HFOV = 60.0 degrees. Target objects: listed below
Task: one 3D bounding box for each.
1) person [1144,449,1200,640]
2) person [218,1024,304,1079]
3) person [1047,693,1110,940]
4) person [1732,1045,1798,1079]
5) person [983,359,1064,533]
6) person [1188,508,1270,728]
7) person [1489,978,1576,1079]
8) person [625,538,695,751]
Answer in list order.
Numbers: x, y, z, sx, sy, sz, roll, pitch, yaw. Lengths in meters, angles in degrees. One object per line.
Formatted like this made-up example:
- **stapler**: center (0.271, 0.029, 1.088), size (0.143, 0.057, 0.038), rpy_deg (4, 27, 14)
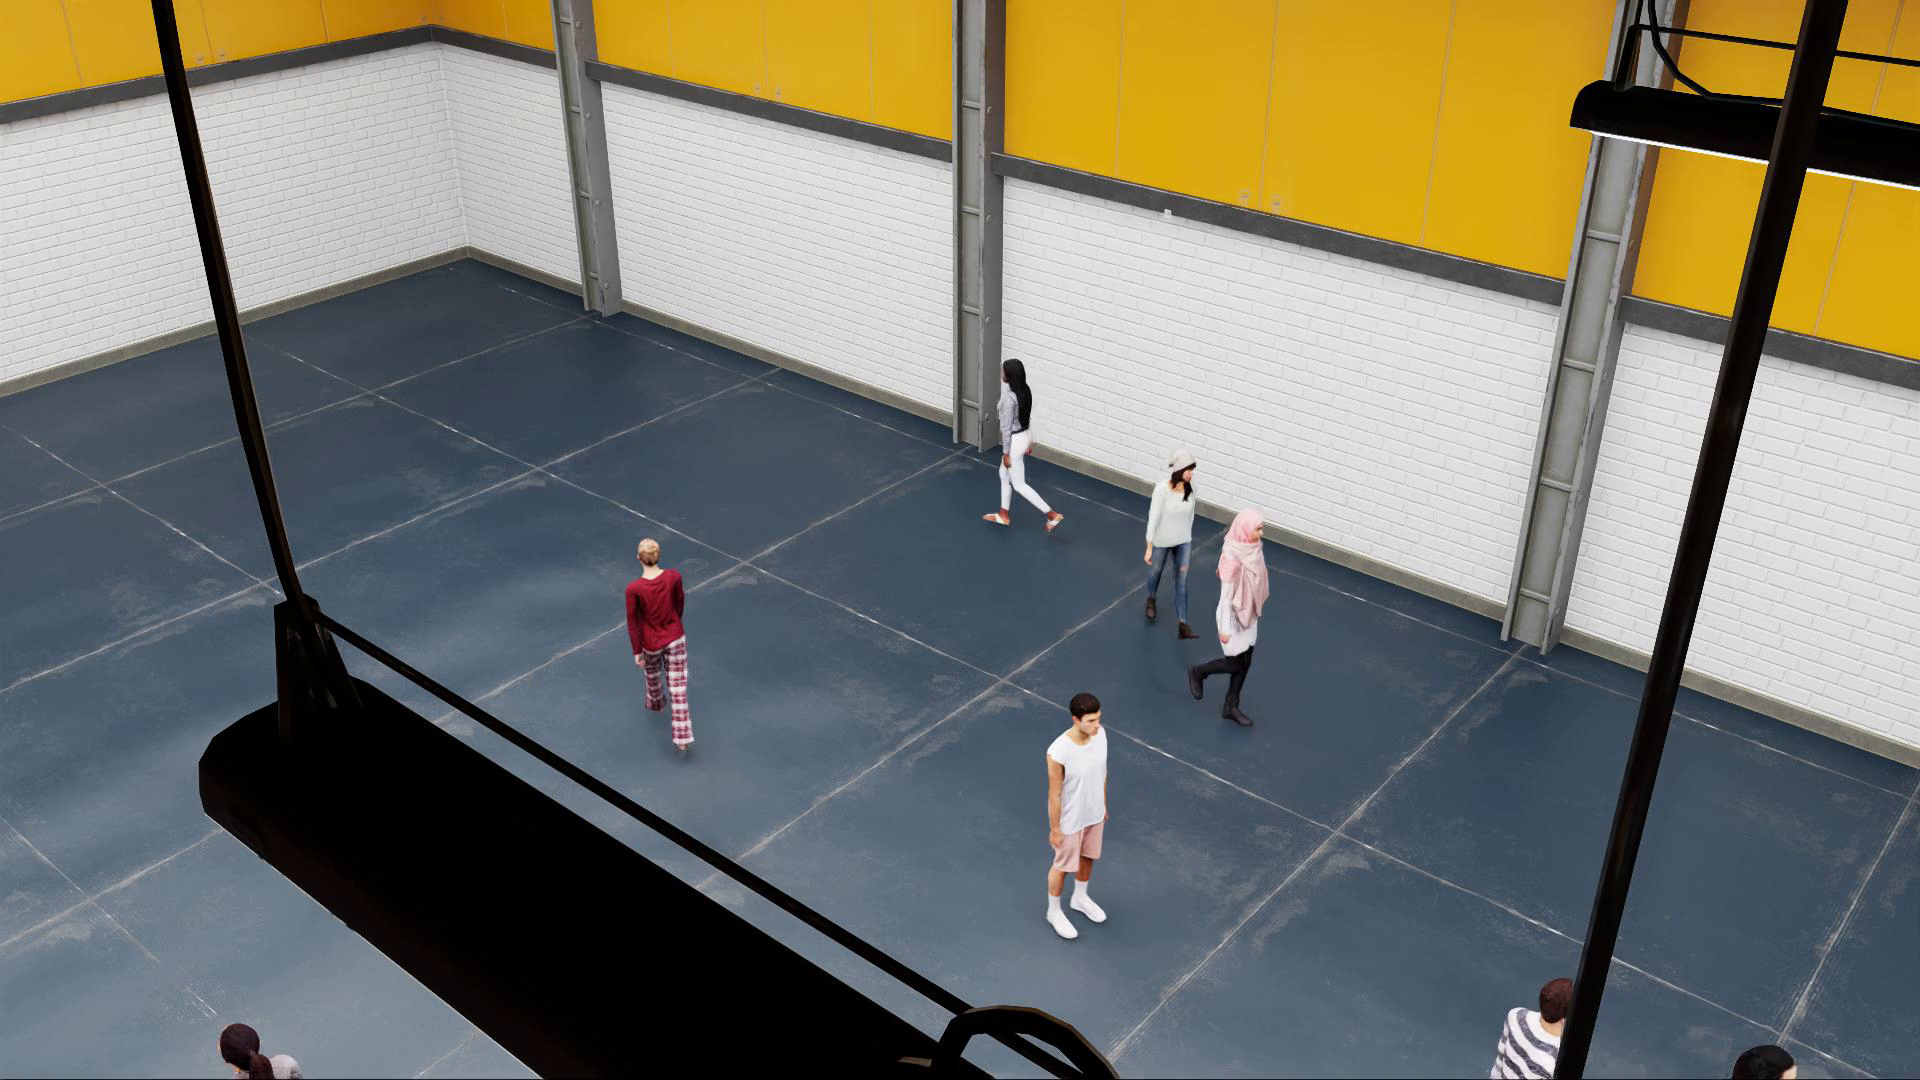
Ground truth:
- **person**: center (1.712, -0.025, 13.785), size (1.036, 1.612, 1.174), rpy_deg (-5, 29, -9)
- **person**: center (-3.301, 3.075, 8.089), size (1.088, 1.624, 0.657), rpy_deg (20, 35, 32)
- **person**: center (0.733, 1.692, 10.457), size (0.648, 1.784, 0.600), rpy_deg (-24, 37, -36)
- **person**: center (3.594, 3.058, 8.036), size (1.032, 1.705, 0.796), rpy_deg (12, 31, 21)
- **person**: center (0.599, -0.824, 15.162), size (1.132, 1.696, 0.801), rpy_deg (13, 31, 22)
- **person**: center (2.013, 0.564, 12.522), size (0.851, 1.786, 0.673), rpy_deg (25, 37, 38)
- **person**: center (2.692, 2.917, 8.191), size (1.183, 1.804, 1.227), rpy_deg (-6, 29, -12)
- **person**: center (-2.169, 0.780, 12.267), size (0.956, 1.652, 1.179), rpy_deg (-11, 31, -19)
